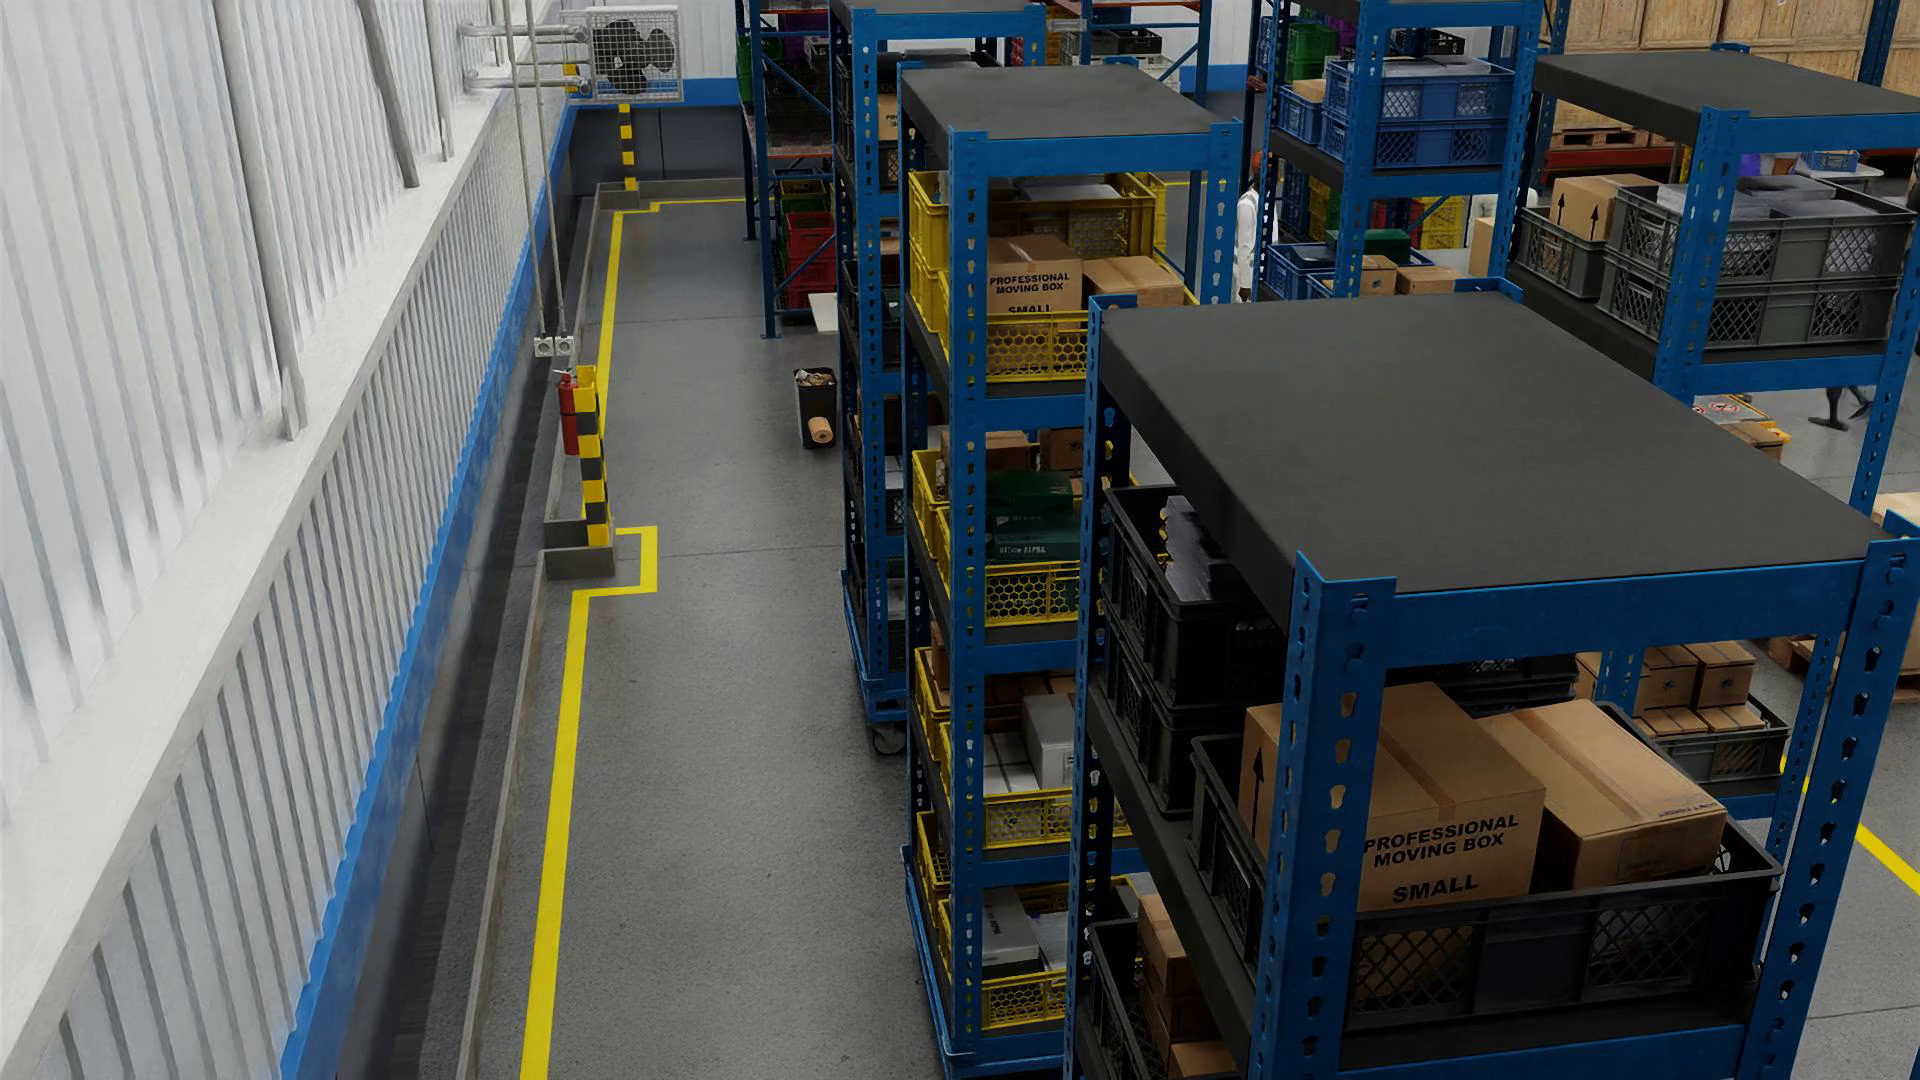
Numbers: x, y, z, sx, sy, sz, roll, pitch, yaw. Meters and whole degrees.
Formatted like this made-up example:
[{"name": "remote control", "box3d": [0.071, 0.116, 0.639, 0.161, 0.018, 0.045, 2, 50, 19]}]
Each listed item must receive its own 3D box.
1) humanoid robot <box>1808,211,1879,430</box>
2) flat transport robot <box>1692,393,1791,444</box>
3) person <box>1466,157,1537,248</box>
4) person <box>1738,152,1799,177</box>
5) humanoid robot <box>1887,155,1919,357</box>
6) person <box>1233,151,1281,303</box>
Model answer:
[{"name": "humanoid robot", "box3d": [6.502, -1.590, 12.083, 0.619, 1.643, 0.393, -20, 31, -36]}, {"name": "flat transport robot", "box3d": [5.224, -0.859, 12.132, 1.431, 0.197, 0.652, -4, 25, -8]}, {"name": "person", "box3d": [4.421, -2.378, 13.686, 0.516, 1.756, 0.337, 6, 25, 13]}, {"name": "person", "box3d": [7.299, -3.230, 15.201, 0.538, 2.000, 0.681, 5, 25, 11]}, {"name": "humanoid robot", "box3d": [7.976, -2.369, 13.781, 0.372, 1.635, 0.649, 1, 25, 2]}, {"name": "person", "box3d": [2.275, -2.050, 12.821, 0.342, 1.882, 0.585, 12, 27, 24]}]
